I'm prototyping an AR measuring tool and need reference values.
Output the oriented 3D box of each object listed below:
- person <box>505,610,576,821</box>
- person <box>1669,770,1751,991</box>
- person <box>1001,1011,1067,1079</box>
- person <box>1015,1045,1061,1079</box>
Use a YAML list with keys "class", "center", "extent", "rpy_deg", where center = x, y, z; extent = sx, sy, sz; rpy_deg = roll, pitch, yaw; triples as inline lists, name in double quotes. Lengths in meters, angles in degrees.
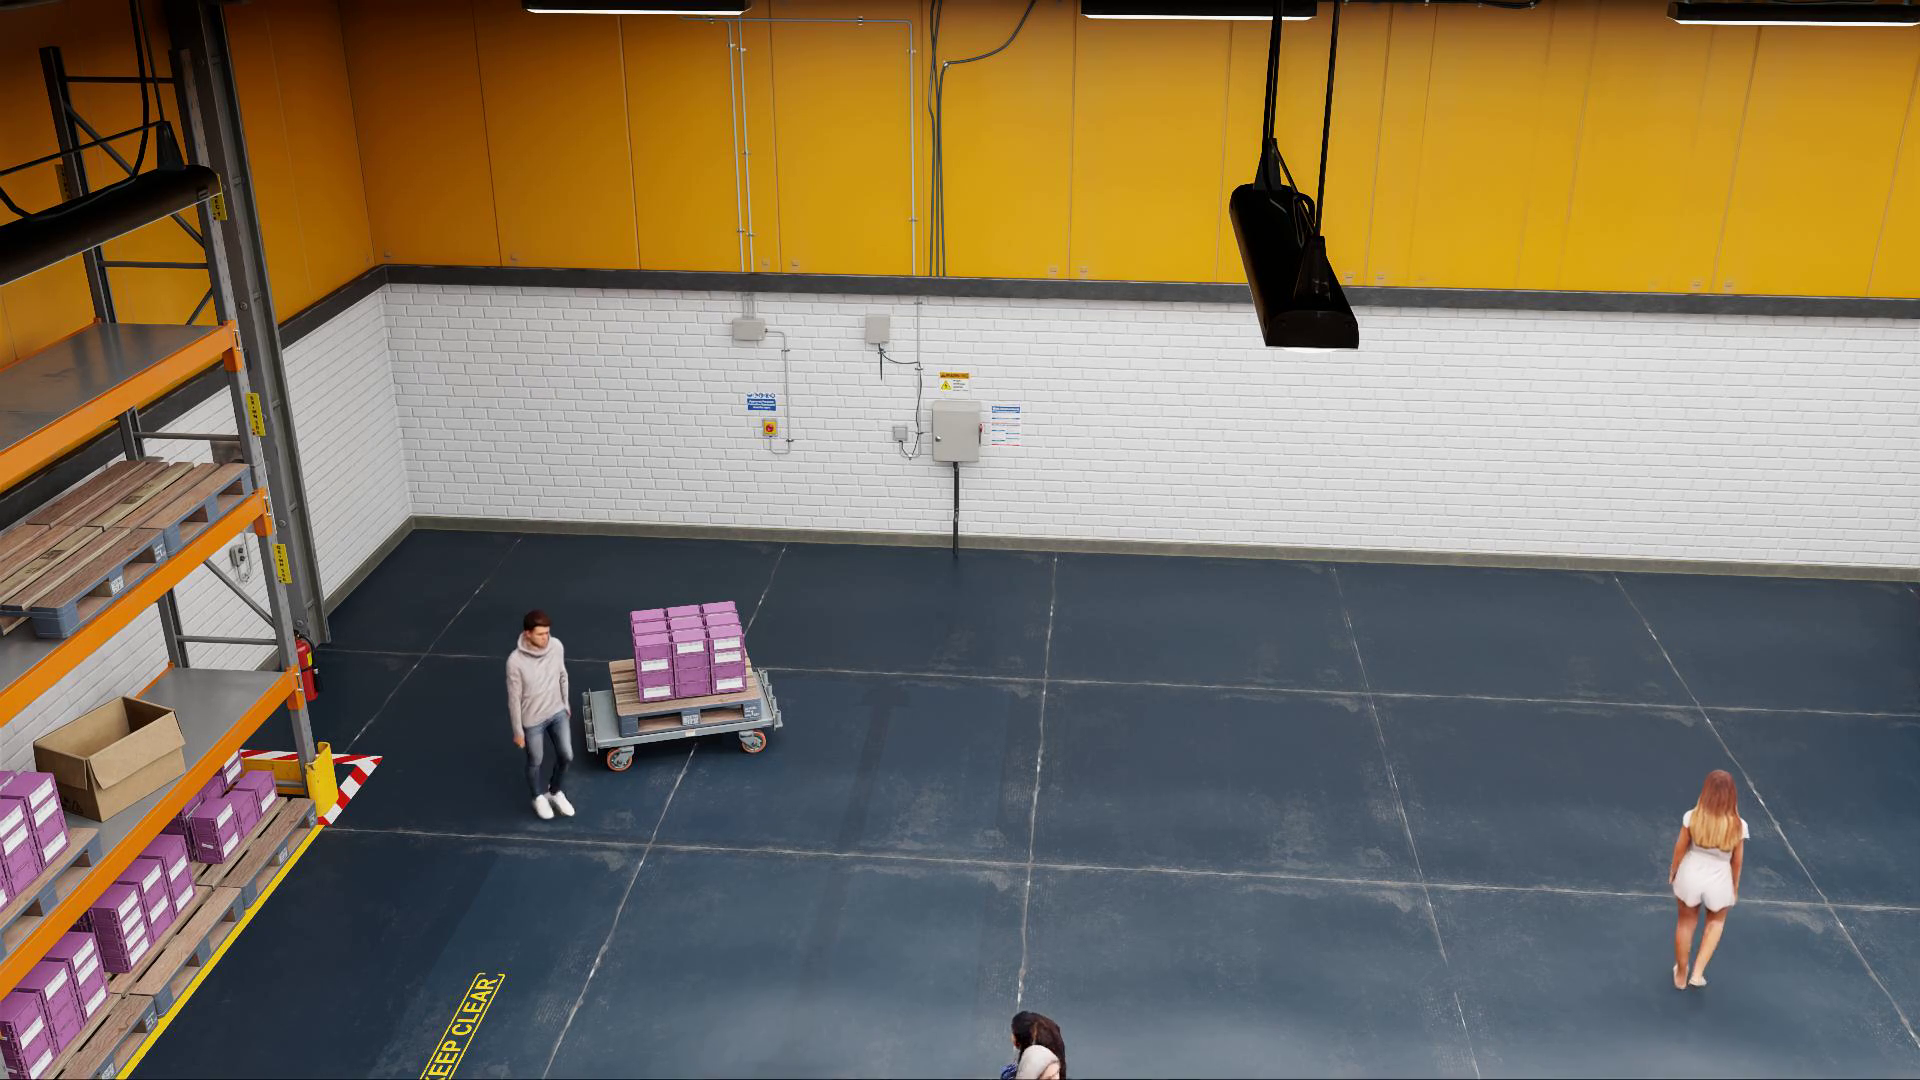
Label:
- class: "person"
  center: [-3.372, 1.354, 13.217]
  extent: [0.841, 1.832, 0.909]
  rpy_deg: [-19, 30, -37]
- class: "person"
  center: [4.986, 2.336, 11.148]
  extent: [0.689, 1.690, 0.717]
  rpy_deg: [11, 26, 24]
- class: "person"
  center: [0.406, 3.277, 9.091]
  extent: [0.750, 1.613, 0.826]
  rpy_deg: [-21, 31, -40]
- class: "person"
  center: [0.315, 3.369, 8.756]
  extent: [1.039, 1.714, 1.111]
  rpy_deg: [17, 29, 34]
